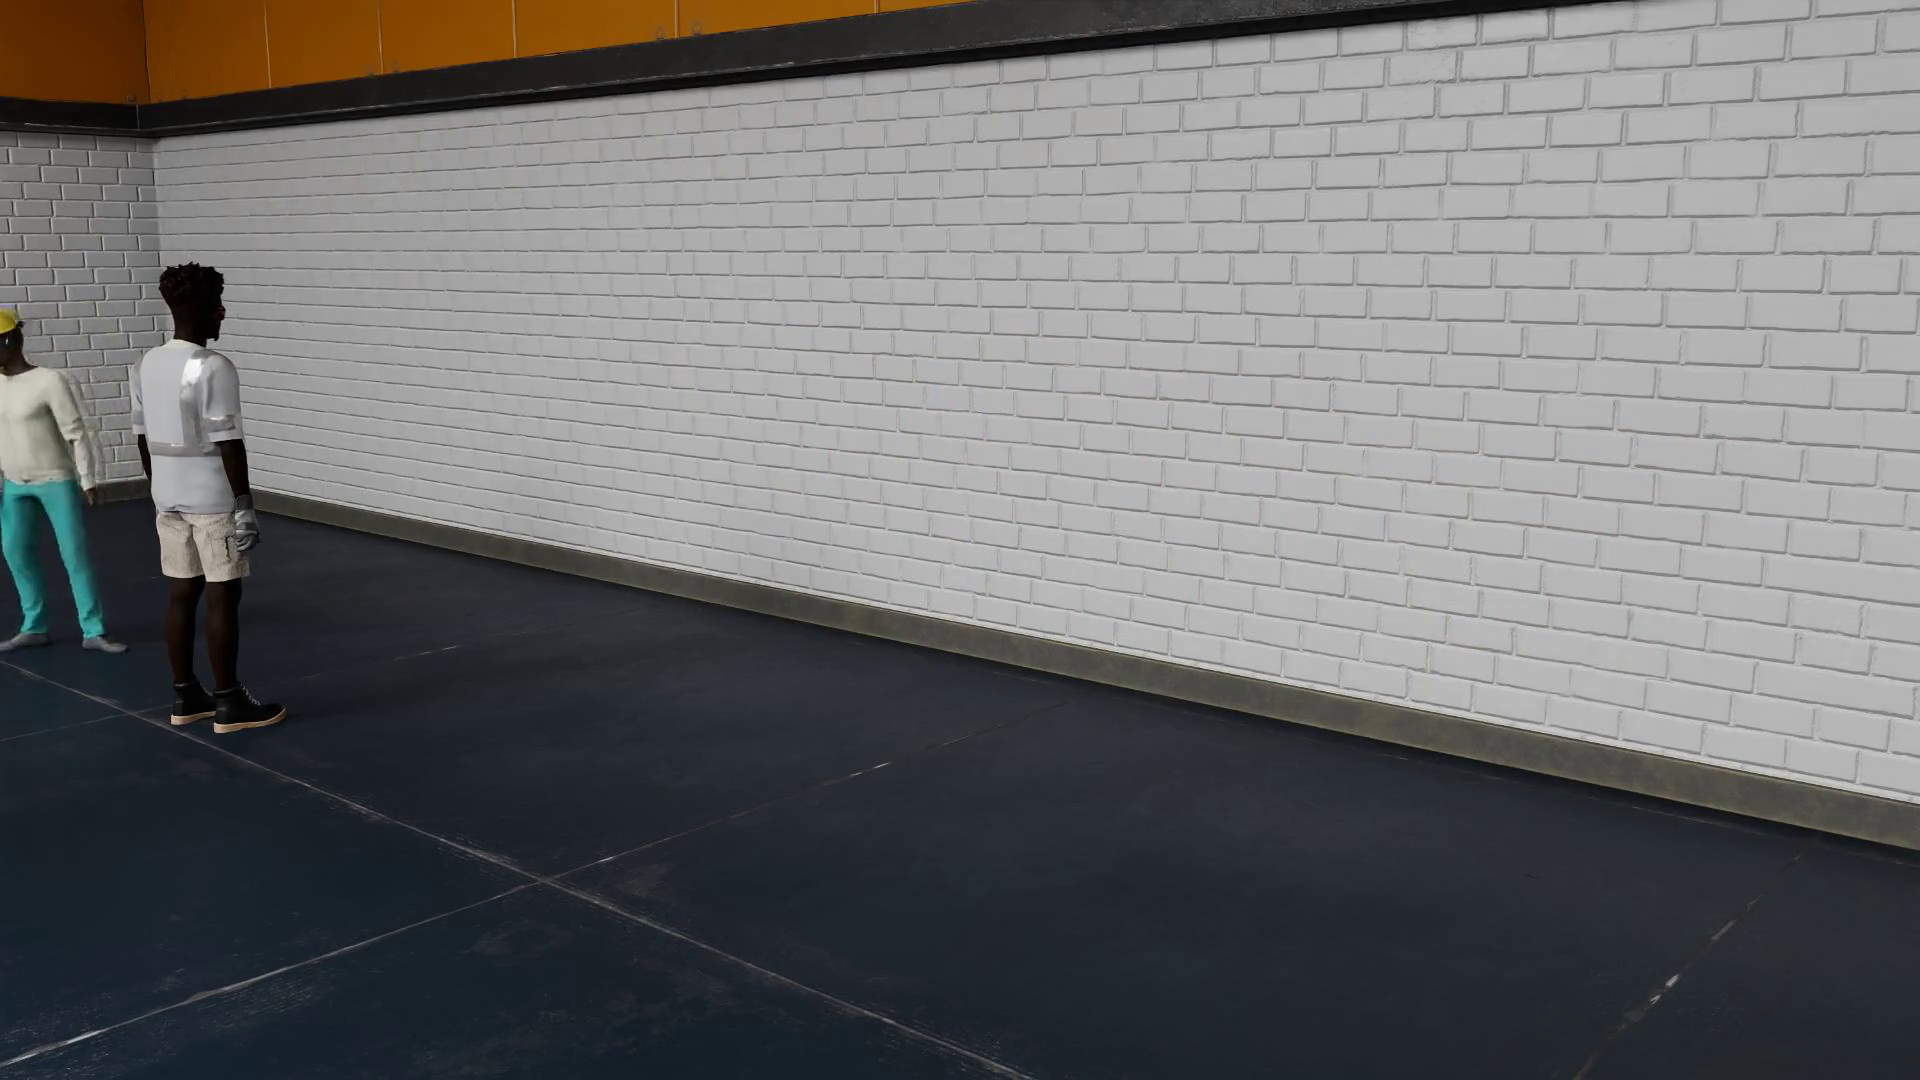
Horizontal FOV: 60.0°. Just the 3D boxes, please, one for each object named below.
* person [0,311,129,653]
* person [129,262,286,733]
[{"bbox_3d":[-4.519,-0.266,8.216,0.686,1.729,0.352,2,10,12],"label":"person"},{"bbox_3d":[-3.174,-0.174,6.981,0.614,1.964,0.361,6,11,29],"label":"person"}]
